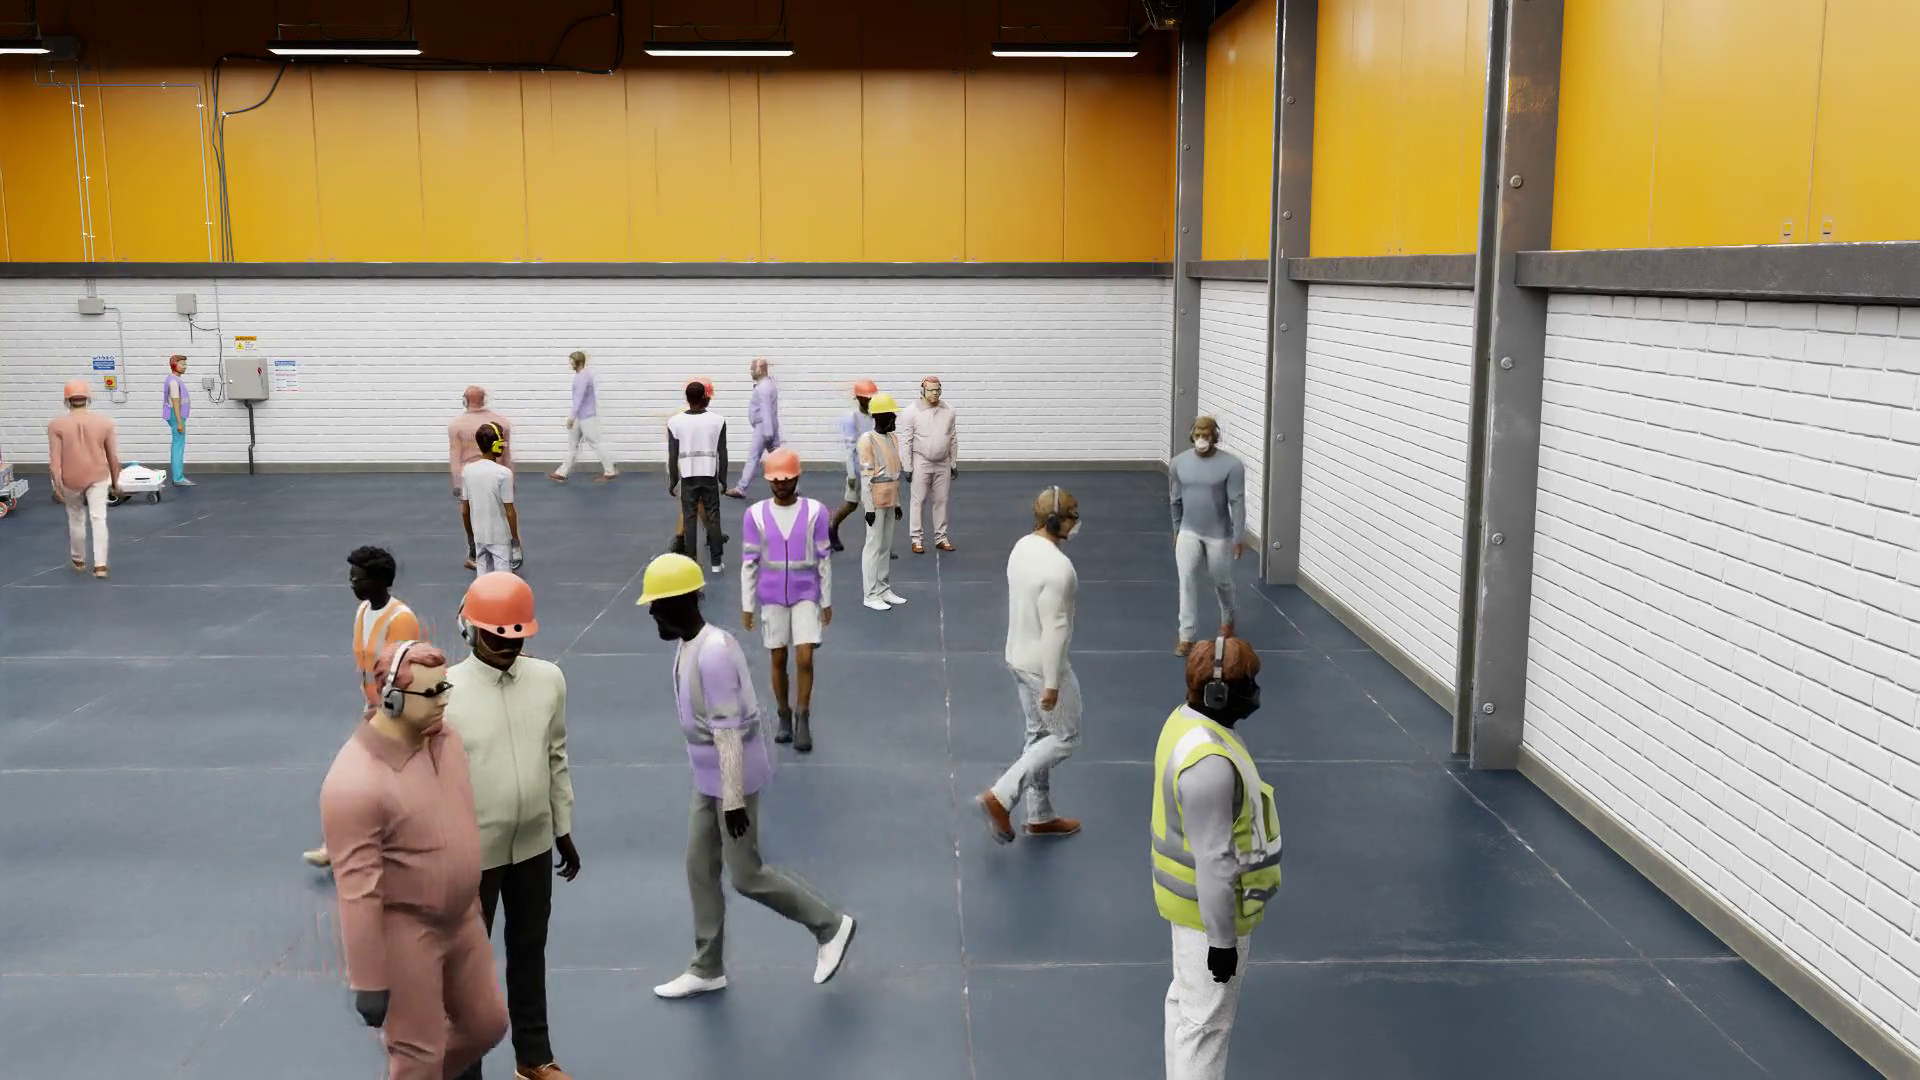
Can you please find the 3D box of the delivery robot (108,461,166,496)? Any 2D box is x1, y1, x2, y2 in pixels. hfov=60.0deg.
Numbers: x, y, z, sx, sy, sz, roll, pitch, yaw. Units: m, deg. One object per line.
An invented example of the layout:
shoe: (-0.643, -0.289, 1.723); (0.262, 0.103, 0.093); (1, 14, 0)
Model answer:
delivery robot: (-10.639, -0.778, 21.450); (0.707, 0.478, 0.477); (-2, 9, -14)

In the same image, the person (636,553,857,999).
person: (-0.912, 0.975, 6.937); (0.813, 1.883, 0.630); (-4, 10, -22)

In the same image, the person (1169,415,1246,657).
person: (1.996, -0.068, 13.301); (0.645, 1.904, 0.985); (4, 10, 26)

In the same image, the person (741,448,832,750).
person: (-1.100, 0.379, 10.476); (0.565, 1.912, 0.660); (0, 9, -1)

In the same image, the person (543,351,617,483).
person: (-5.345, -1.721, 23.454); (1.027, 1.884, 0.650); (-3, 10, -16)

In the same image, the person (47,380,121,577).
person: (-8.669, -0.609, 16.495); (0.633, 1.941, 1.051); (-6, 11, -35)

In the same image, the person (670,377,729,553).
person: (-2.833, -0.808, 17.899); (0.553, 1.880, 1.002); (6, 11, 31)

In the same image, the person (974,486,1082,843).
person: (0.374, 0.670, 8.698); (0.558, 1.920, 0.631); (-4, 10, -22)

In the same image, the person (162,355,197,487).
person: (-10.944, -1.667, 23.251); (0.387, 1.841, 0.565); (-4, 10, -24)

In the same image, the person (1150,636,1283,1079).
person: (0.851, 1.221, 5.545); (0.429, 1.842, 0.635); (0, 9, 1)

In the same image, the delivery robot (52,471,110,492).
delivery robot: (-11.375, -0.791, 21.529); (0.707, 0.478, 0.477); (2, 9, 13)

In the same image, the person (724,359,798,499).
person: (-2.611, -1.457, 21.929); (0.996, 1.855, 0.664); (1, 9, 3)

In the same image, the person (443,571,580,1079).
person: (-1.633, 1.086, 5.933); (0.389, 1.986, 0.608); (9, 13, 43)

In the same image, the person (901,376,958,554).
person: (-0.309, -0.804, 17.800); (0.647, 1.903, 0.400); (-5, 10, -26)

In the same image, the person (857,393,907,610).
person: (-0.699, -0.348, 14.898); (0.354, 1.930, 0.587); (4, 10, 24)

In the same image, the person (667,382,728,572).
person: (-2.609, -0.617, 16.596); (0.587, 1.915, 0.397); (-2, 9, -10)

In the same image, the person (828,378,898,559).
person: (-1.069, -0.764, 17.561); (0.938, 1.909, 0.549); (8, 12, 40)

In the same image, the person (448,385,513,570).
person: (-4.769, -0.608, 16.659); (0.650, 1.887, 0.653); (-7, 12, -38)

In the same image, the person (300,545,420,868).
person: (-2.911, 0.854, 8.349); (0.549, 1.650, 0.838); (8, 12, 41)

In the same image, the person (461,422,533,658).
person: (-3.577, 0.027, 12.781); (0.515, 1.872, 0.328); (4, 10, 24)

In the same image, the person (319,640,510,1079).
person: (-1.720, 1.239, 5.272); (0.457, 1.888, 0.670); (2, 10, 15)
